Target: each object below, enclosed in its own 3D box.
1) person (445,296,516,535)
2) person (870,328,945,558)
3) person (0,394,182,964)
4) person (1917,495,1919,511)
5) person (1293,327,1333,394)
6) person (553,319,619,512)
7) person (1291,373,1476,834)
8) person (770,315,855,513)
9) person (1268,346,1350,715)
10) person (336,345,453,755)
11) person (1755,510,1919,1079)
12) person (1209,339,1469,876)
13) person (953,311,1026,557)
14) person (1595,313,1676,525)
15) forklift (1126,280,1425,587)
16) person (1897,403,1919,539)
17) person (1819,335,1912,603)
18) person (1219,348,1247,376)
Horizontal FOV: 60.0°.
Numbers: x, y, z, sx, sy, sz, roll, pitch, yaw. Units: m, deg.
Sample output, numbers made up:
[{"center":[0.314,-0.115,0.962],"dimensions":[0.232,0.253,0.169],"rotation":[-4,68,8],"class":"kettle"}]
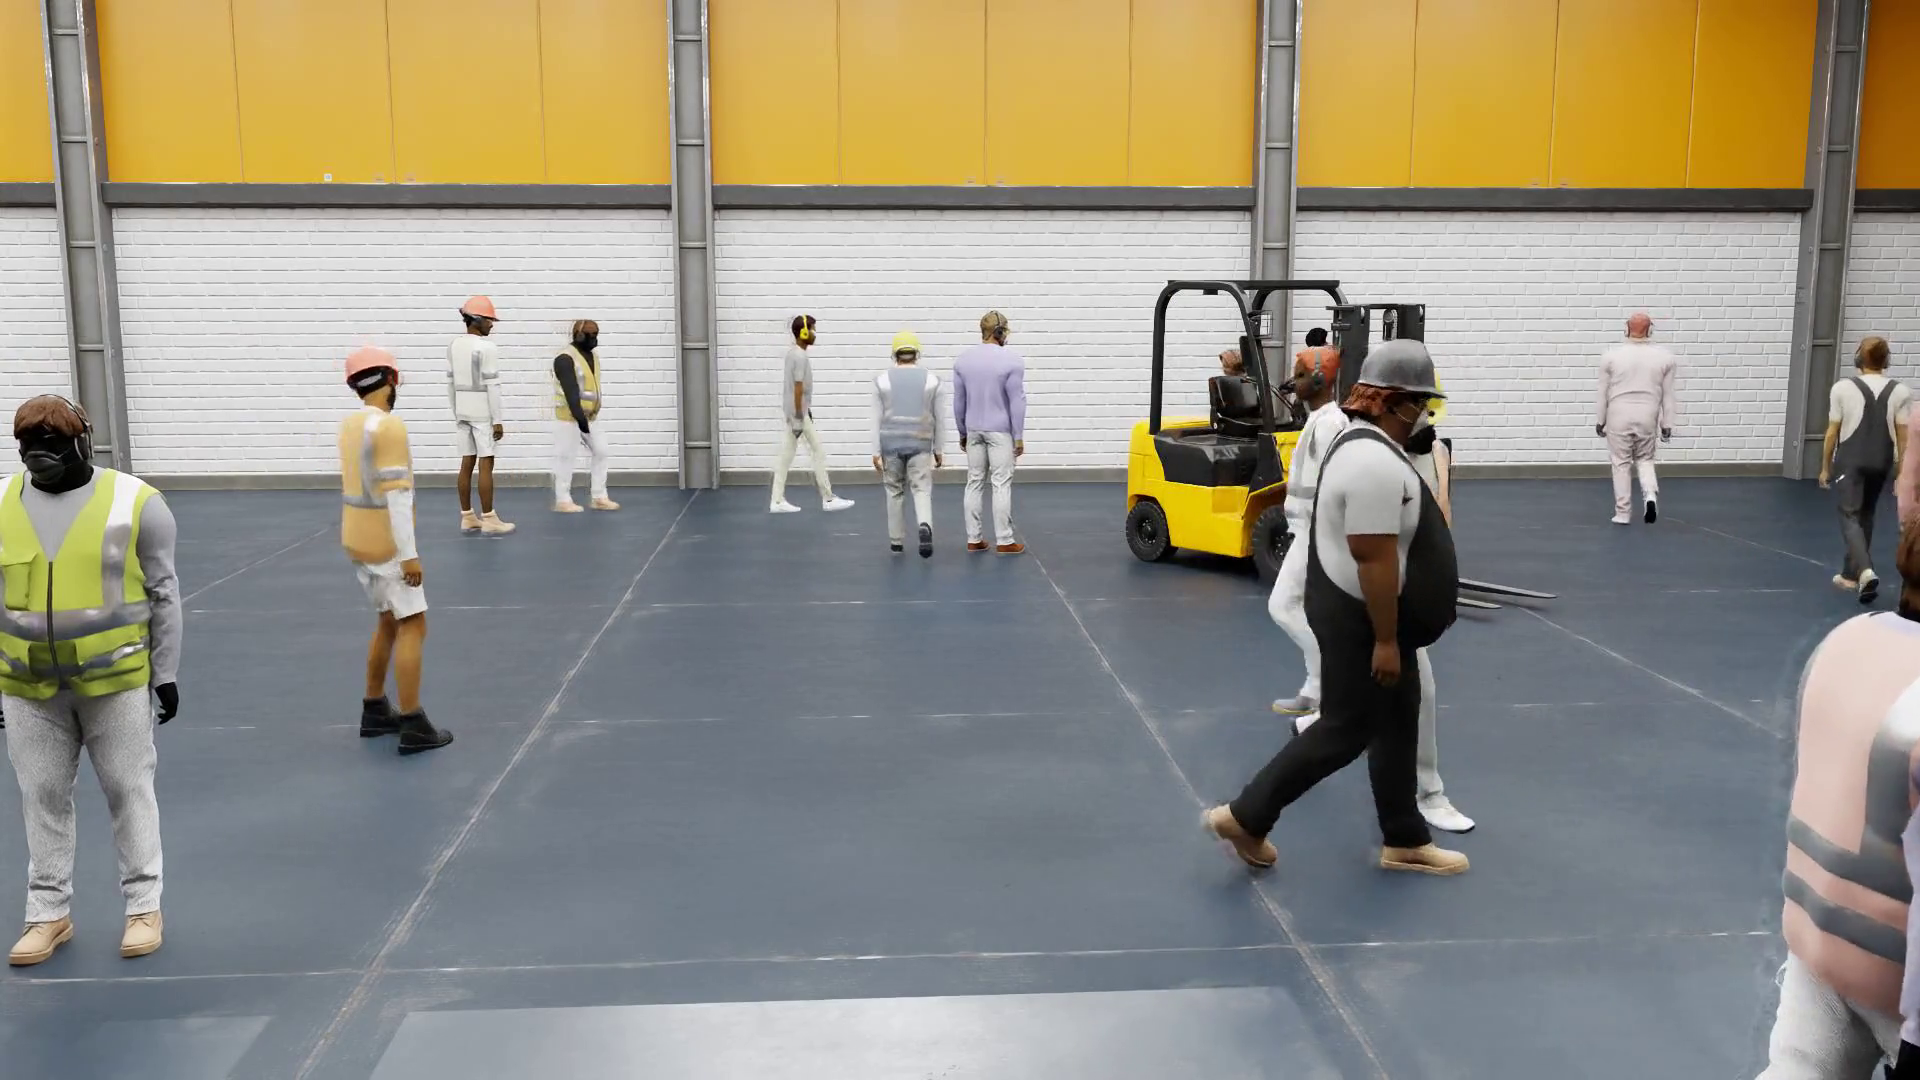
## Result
[{"center":[-4.114,-1.062,14.251],"dimensions":[0.609,2.034,0.404],"rotation":[7,11,36],"class":"person"},{"center":[-0.401,-0.735,12.925],"dimensions":[0.592,1.806,0.733],"rotation":[-1,9,-7],"class":"person"},{"center":[-2.849,0.449,5.362],"dimensions":[0.632,1.842,0.429],"rotation":[-2,9,-11],"class":"person"},{"center":[6.128,-0.334,10.071],"dimensions":[0.726,1.905,0.486],"rotation":[0,9,-1],"class":"person"},{"center":[3.576,-1.301,16.830],"dimensions":[0.320,1.694,0.532],"rotation":[-5,10,-29],"class":"person"},{"center":[-3.490,-1.140,15.468],"dimensions":[0.712,1.808,0.631],"rotation":[3,10,21],"class":"person"},{"center":[1.706,0.214,6.741],"dimensions":[0.831,1.875,0.651],"rotation":[8,12,42],"class":"person"},{"center":[-1.391,-1.168,15.522],"dimensions":[0.884,1.831,0.545],"rotation":[-3,9,-17],"class":"person"},{"center":[1.743,-0.030,8.271],"dimensions":[0.413,1.866,0.587],"rotation":[3,9,16],"class":"person"},{"center":[-2.699,0.037,7.824],"dimensions":[0.370,1.887,0.615],"rotation":[-8,12,-39],"class":"person"},{"center":[1.923,0.812,3.218],"dimensions":[0.930,1.796,0.635],"rotation":[0,9,0],"class":"person"},{"center":[1.393,0.242,6.042],"dimensions":[0.888,2.000,0.699],"rotation":[2,9,12],"class":"person"},{"center":[0.237,-0.835,13.138],"dimensions":[0.628,1.934,0.374],"rotation":[6,11,32],"class":"person"},{"center":[5.944,-1.055,14.681],"dimensions":[0.642,1.888,0.484],"rotation":[1,9,8],"class":"person"},{"center":[2.301,-0.860,12.475],"dimensions":[1.214,2.155,2.313],"rotation":[-6,11,-35],"class":"forklift"},{"center":[5.455,-0.140,9.016],"dimensions":[0.647,1.868,0.927],"rotation":[3,10,20],"class":"person"},{"center":[6.203,-0.489,11.373],"dimensions":[0.508,1.817,0.896],"rotation":[2,9,9],"class":"person"},{"center":[2.269,-0.817,14.082],"dimensions":[0.770,1.600,0.527],"rotation":[3,10,19],"class":"person"}]
